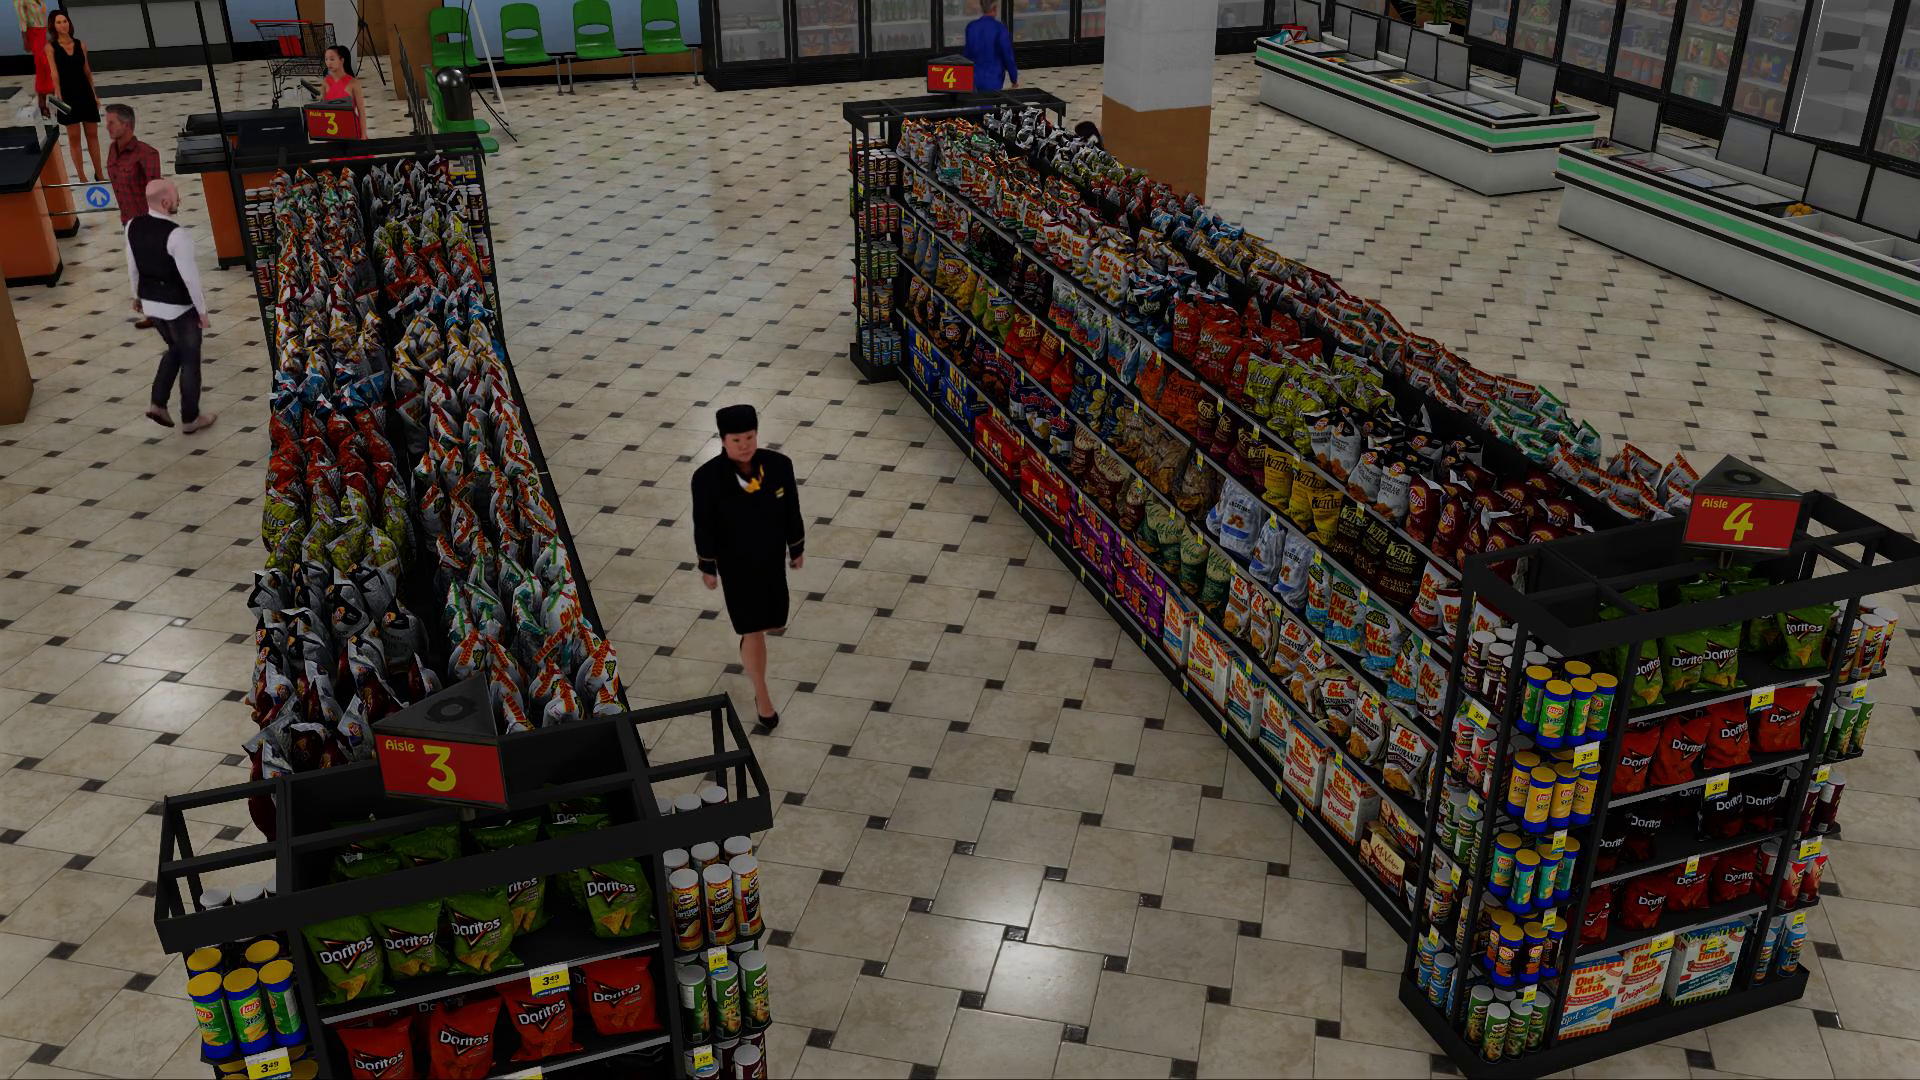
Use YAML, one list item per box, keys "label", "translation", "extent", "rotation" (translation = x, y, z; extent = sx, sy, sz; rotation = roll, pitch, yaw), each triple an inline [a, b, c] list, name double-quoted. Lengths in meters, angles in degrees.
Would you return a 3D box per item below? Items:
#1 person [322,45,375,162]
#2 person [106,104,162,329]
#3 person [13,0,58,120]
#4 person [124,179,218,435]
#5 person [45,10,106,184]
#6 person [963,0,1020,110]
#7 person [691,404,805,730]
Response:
- label: "person"
  translation: [-5.875, -3.871, 15.976]
  extent: [0.710, 1.727, 0.729]
  rotation: [5, 27, 9]
- label: "person"
  translation: [-6.518, -2.571, 13.298]
  extent: [0.722, 1.831, 0.817]
  rotation: [16, 31, 28]
- label: "person"
  translation: [-11.196, -5.957, 20.039]
  extent: [0.739, 1.774, 0.719]
  rotation: [-2, 27, -3]
- label: "person"
  translation: [-5.382, -1.515, 11.255]
  extent: [0.942, 1.795, 0.997]
  rotation: [7, 28, 14]
- label: "person"
  translation: [-9.074, -4.499, 17.096]
  extent: [0.682, 1.834, 0.670]
  rotation: [21, 34, 35]
- label: "person"
  translation: [0.260, -4.954, 18.055]
  extent: [1.268, 1.779, 1.171]
  rotation: [21, 34, 35]
- label: "person"
  translation: [-1.037, 0.093, 8.240]
  extent: [0.715, 1.655, 0.921]
  rotation: [-10, 29, -20]
